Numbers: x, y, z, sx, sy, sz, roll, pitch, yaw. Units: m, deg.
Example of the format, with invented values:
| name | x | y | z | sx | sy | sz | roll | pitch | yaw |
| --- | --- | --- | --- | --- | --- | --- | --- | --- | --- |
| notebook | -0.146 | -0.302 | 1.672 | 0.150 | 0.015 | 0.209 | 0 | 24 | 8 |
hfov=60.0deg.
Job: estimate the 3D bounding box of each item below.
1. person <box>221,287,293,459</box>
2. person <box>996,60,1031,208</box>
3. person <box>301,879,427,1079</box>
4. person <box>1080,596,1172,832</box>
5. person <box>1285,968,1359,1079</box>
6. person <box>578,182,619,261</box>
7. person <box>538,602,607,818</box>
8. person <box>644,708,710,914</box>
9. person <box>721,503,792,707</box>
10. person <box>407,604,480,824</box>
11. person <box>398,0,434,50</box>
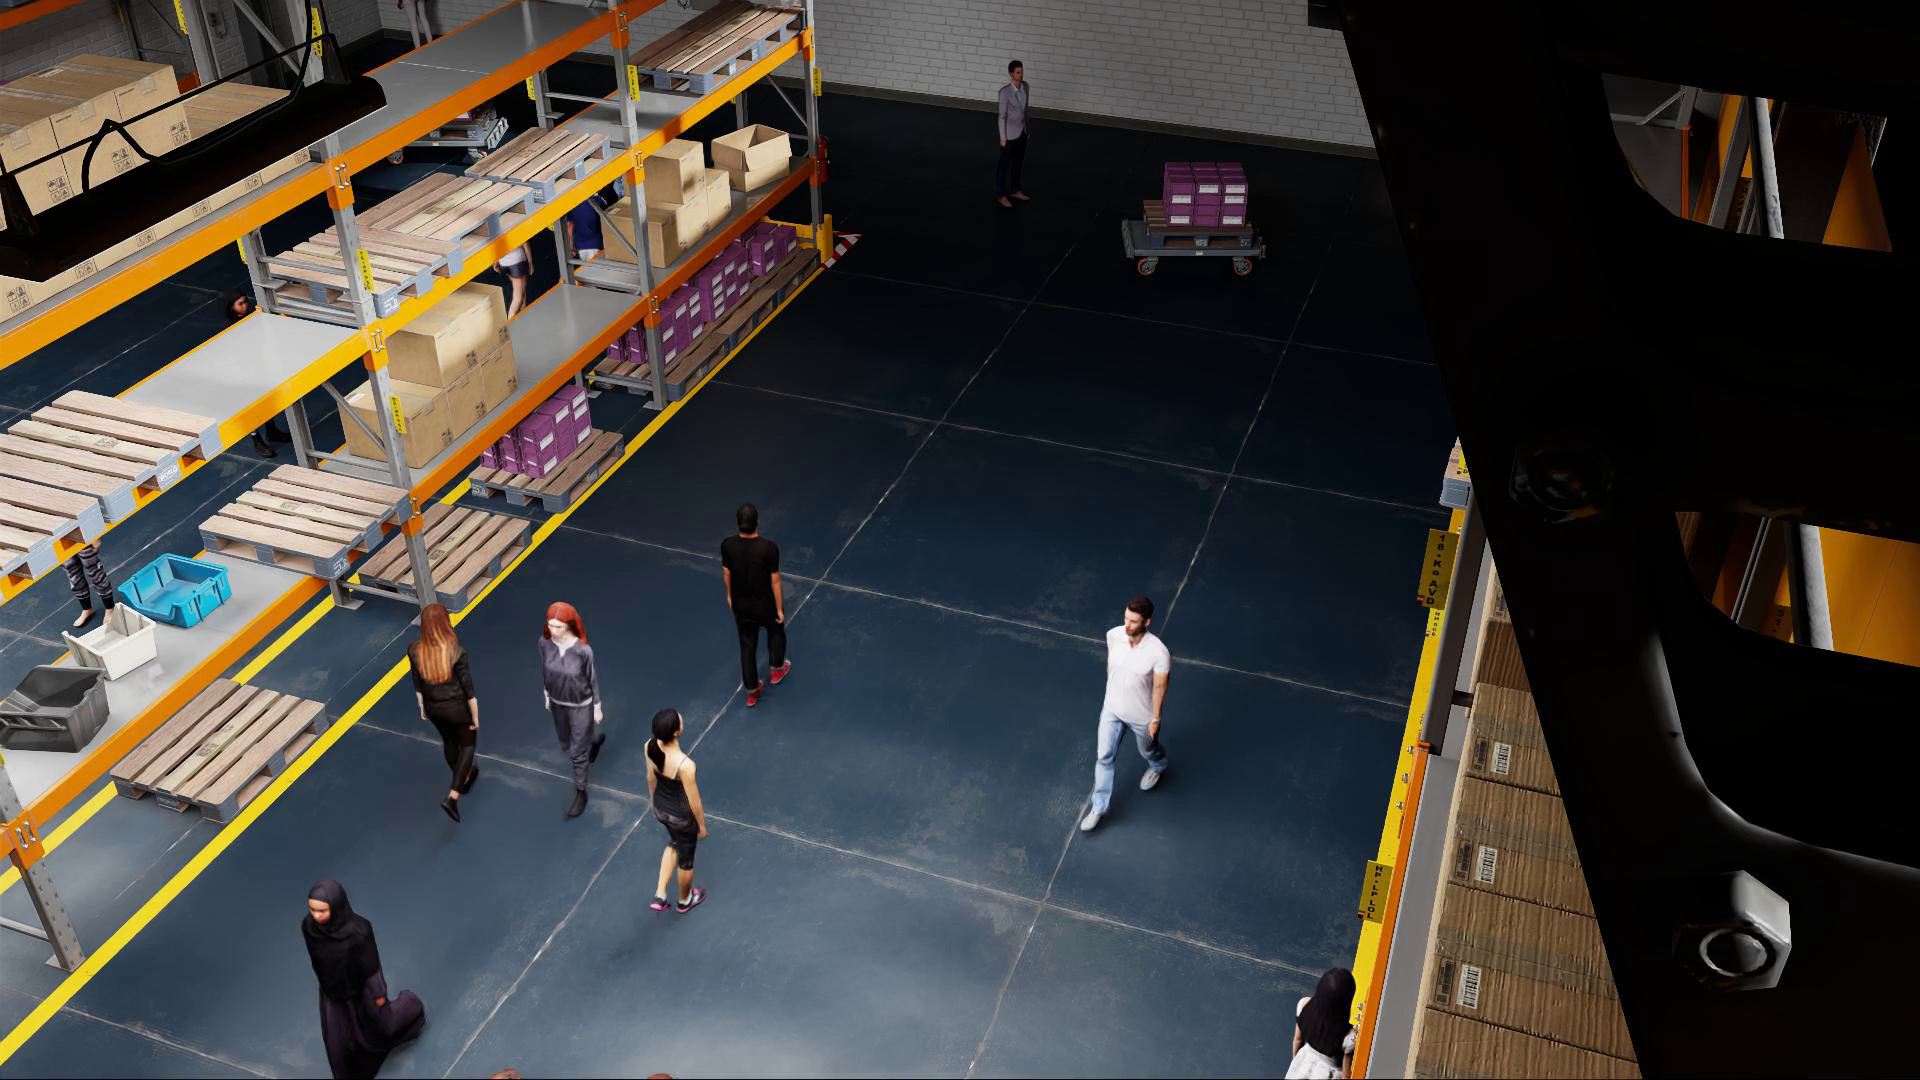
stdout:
| name | x | y | z | sx | sy | sz | roll | pitch | yaw |
| --- | --- | --- | --- | --- | --- | --- | --- | --- | --- |
| person | -6.849 | -1.645 | 16.058 | 0.634 | 1.704 | 0.486 | 9 | 35 | 13 |
| person | 0.687 | -5.246 | 21.342 | 0.693 | 1.852 | 0.822 | -27 | 42 | -35 |
| person | -3.549 | 2.567 | 9.816 | 0.692 | 1.599 | 1.010 | 6 | 34 | 10 |
| person | 1.265 | 1.148 | 11.746 | 0.901 | 1.826 | 1.259 | 23 | 40 | 30 |
| person | 1.950 | 2.987 | 9.030 | 0.800 | 1.769 | 0.775 | -25 | 41 | -32 |
| person | -4.169 | -4.074 | 19.882 | 1.101 | 1.516 | 0.933 | -21 | 39 | -29 |
| person | -2.718 | 1.124 | 11.840 | 0.591 | 1.763 | 0.854 | 10 | 35 | 15 |
| person | -1.906 | 1.831 | 10.816 | 0.690 | 1.719 | 0.787 | 22 | 39 | 29 |
| person | -1.588 | 0.541 | 12.737 | 0.724 | 1.740 | 0.841 | 6 | 34 | 9 |
| person | -3.641 | 1.241 | 11.725 | 0.750 | 1.694 | 1.010 | 3 | 34 | 5 |
| person | -8.701 | -8.640 | 26.473 | 0.857 | 1.824 | 0.676 | 27 | 42 | 34 |
